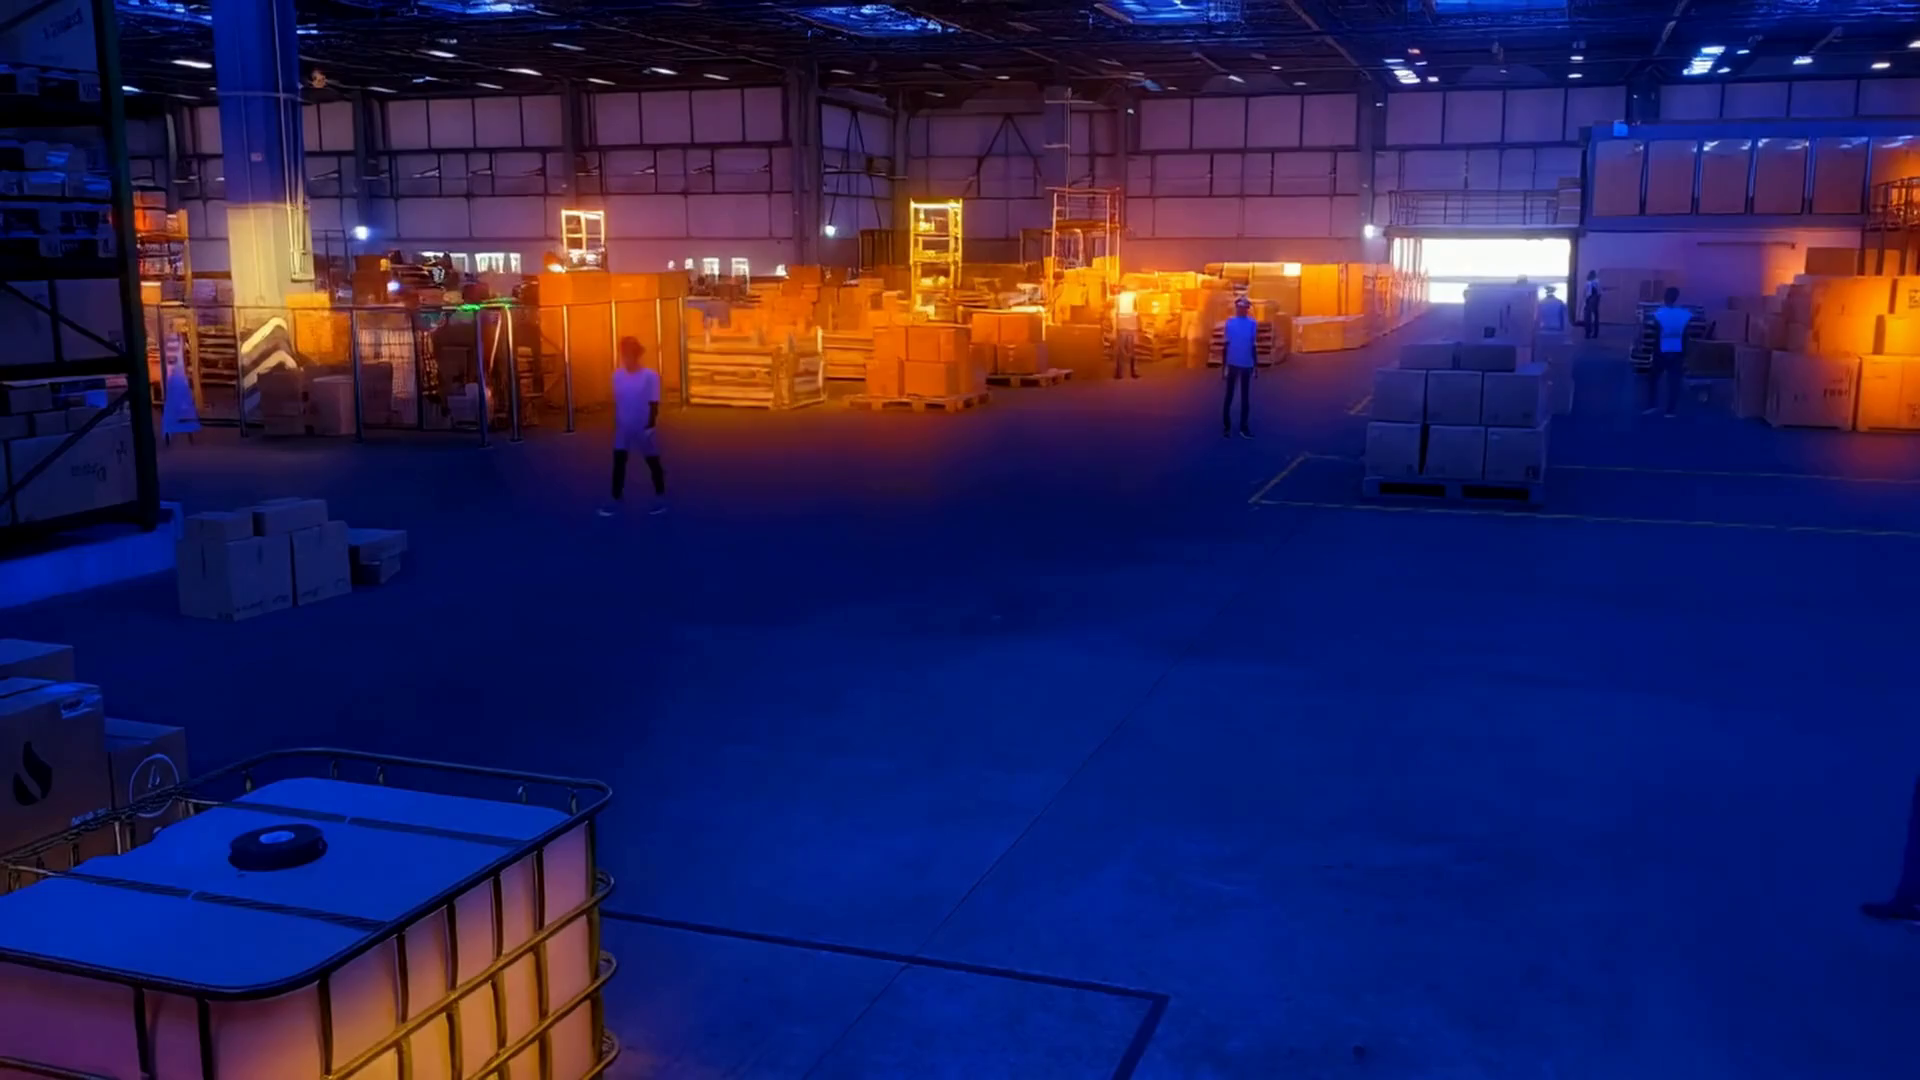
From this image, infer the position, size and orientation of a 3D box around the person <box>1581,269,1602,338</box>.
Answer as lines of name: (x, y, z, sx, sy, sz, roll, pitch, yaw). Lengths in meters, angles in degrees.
person: (16.935, -6.325, 44.610, 0.507, 1.847, 0.351, -1, 10, -3)

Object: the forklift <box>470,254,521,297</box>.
forklift: (-17.990, -10.121, 64.684, 1.157, 1.987, 2.680, 3, 11, 17)

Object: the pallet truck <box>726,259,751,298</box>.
pallet truck: (-7.986, -9.493, 62.019, 0.823, 1.965, 1.885, 3, 11, 17)

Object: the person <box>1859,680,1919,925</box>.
person: (3.647, 0.657, 5.920, 0.608, 1.623, 0.520, 7, 12, 34)

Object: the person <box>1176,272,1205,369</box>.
person: (4.662, -4.443, 33.666, 0.602, 1.966, 0.368, -2, 10, -12)

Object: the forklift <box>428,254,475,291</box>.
forklift: (-20.133, -10.254, 65.465, 1.157, 1.987, 2.680, 3, 11, 19)

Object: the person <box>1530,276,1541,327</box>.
person: (12.367, -4.848, 36.325, 0.515, 1.829, 0.539, 0, 10, -2)

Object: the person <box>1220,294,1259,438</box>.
person: (3.637, -2.253, 21.605, 0.510, 1.872, 0.328, -1, 10, -8)

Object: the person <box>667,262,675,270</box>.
person: (-10.462, -9.067, 59.947, 0.875, 1.881, 0.668, -3, 10, -14)

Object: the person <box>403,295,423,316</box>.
person: (-10.069, -3.700, 30.529, 0.849, 1.584, 0.514, 3, 11, 16)

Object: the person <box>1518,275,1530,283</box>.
person: (11.012, -4.254, 32.756, 0.548, 1.918, 0.578, -1, 10, -4)

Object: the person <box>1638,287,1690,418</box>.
person: (10.255, -2.735, 24.240, 0.634, 1.887, 0.797, -2, 10, -10)

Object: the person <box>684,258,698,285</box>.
person: (-9.352, -8.726, 57.616, 0.401, 2.038, 0.608, 8, 13, 39)

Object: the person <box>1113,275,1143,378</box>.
person: (3.168, -4.000, 31.328, 0.573, 1.927, 0.394, 6, 12, 30)

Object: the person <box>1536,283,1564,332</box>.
person: (12.222, -4.455, 34.438, 0.523, 1.720, 0.915, 5, 11, 27)

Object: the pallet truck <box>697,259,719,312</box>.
pallet truck: (-9.165, -9.627, 62.776, 0.823, 1.965, 1.885, 4, 11, 23)

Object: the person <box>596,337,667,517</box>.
person: (-3.008, -1.021, 15.275, 0.548, 1.652, 0.872, 4, 11, 22)
